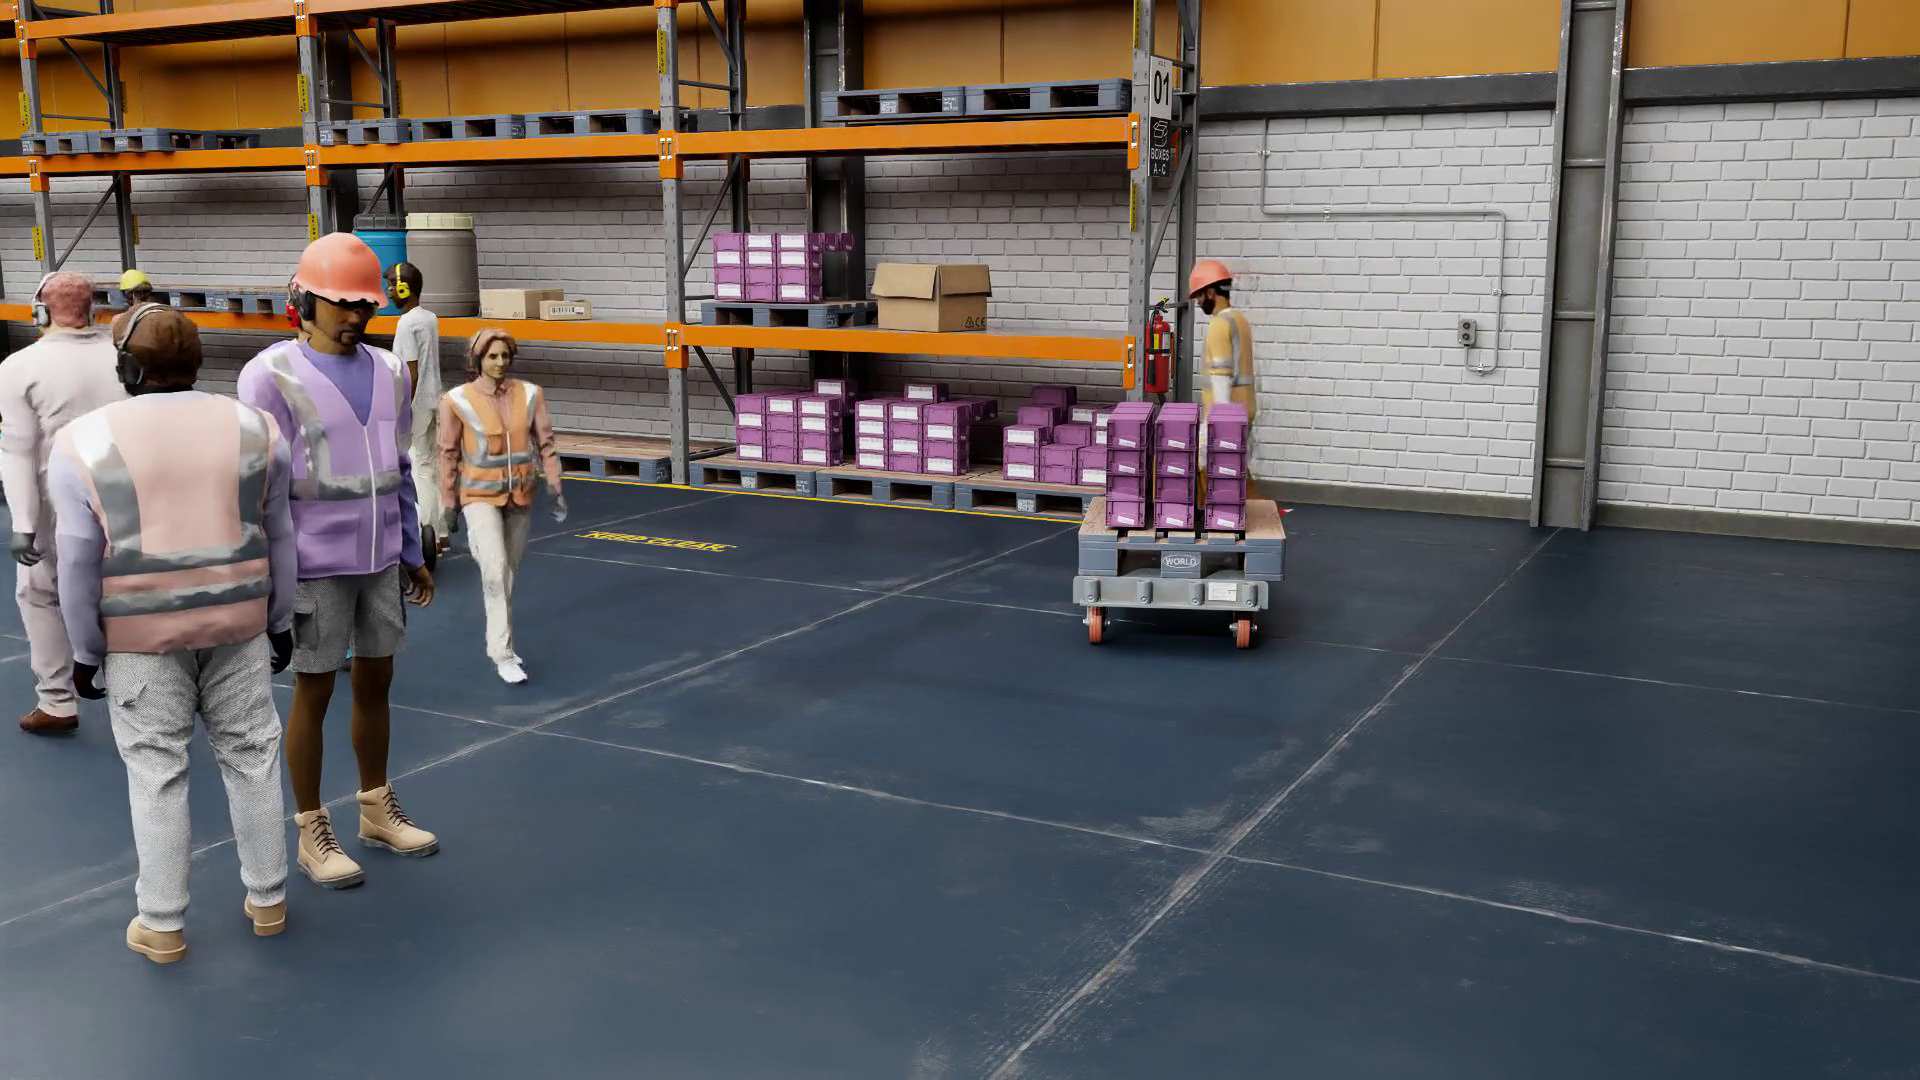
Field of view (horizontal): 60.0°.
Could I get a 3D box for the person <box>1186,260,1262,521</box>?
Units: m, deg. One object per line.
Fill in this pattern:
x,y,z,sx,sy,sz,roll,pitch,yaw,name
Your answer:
1.551,-0.748,10.124,0.828,1.871,0.607,6,12,28,person

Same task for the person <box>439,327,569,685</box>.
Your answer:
-2.066,-0.156,7.626,0.520,1.607,0.758,-10,14,-42,person

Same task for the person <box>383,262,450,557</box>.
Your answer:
-3.443,-0.812,10.511,0.329,1.865,0.515,0,10,0,person

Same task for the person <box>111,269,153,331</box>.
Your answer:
-6.478,-1.259,13.230,0.311,1.768,0.524,5,12,28,person

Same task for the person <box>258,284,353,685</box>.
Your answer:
-2.888,-0.256,7.510,0.375,1.843,0.574,6,12,28,person

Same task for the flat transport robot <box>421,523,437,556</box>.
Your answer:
-4.007,0.015,10.347,1.431,0.197,0.652,-3,11,-17,flat transport robot

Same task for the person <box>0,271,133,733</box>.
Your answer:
-3.566,-0.128,6.713,0.736,1.880,0.676,7,12,33,person

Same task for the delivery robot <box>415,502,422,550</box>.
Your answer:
-3.357,-0.073,9.790,0.477,0.478,0.707,-3,11,-17,delivery robot

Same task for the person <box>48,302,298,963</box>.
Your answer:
-2.186,0.261,4.684,0.627,1.847,0.429,-8,13,-39,person

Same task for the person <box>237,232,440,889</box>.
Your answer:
-1.924,0.061,5.259,0.391,2.034,0.605,6,12,31,person

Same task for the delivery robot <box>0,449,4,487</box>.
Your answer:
-7.192,-0.608,12.724,0.707,0.478,0.477,2,11,10,delivery robot
